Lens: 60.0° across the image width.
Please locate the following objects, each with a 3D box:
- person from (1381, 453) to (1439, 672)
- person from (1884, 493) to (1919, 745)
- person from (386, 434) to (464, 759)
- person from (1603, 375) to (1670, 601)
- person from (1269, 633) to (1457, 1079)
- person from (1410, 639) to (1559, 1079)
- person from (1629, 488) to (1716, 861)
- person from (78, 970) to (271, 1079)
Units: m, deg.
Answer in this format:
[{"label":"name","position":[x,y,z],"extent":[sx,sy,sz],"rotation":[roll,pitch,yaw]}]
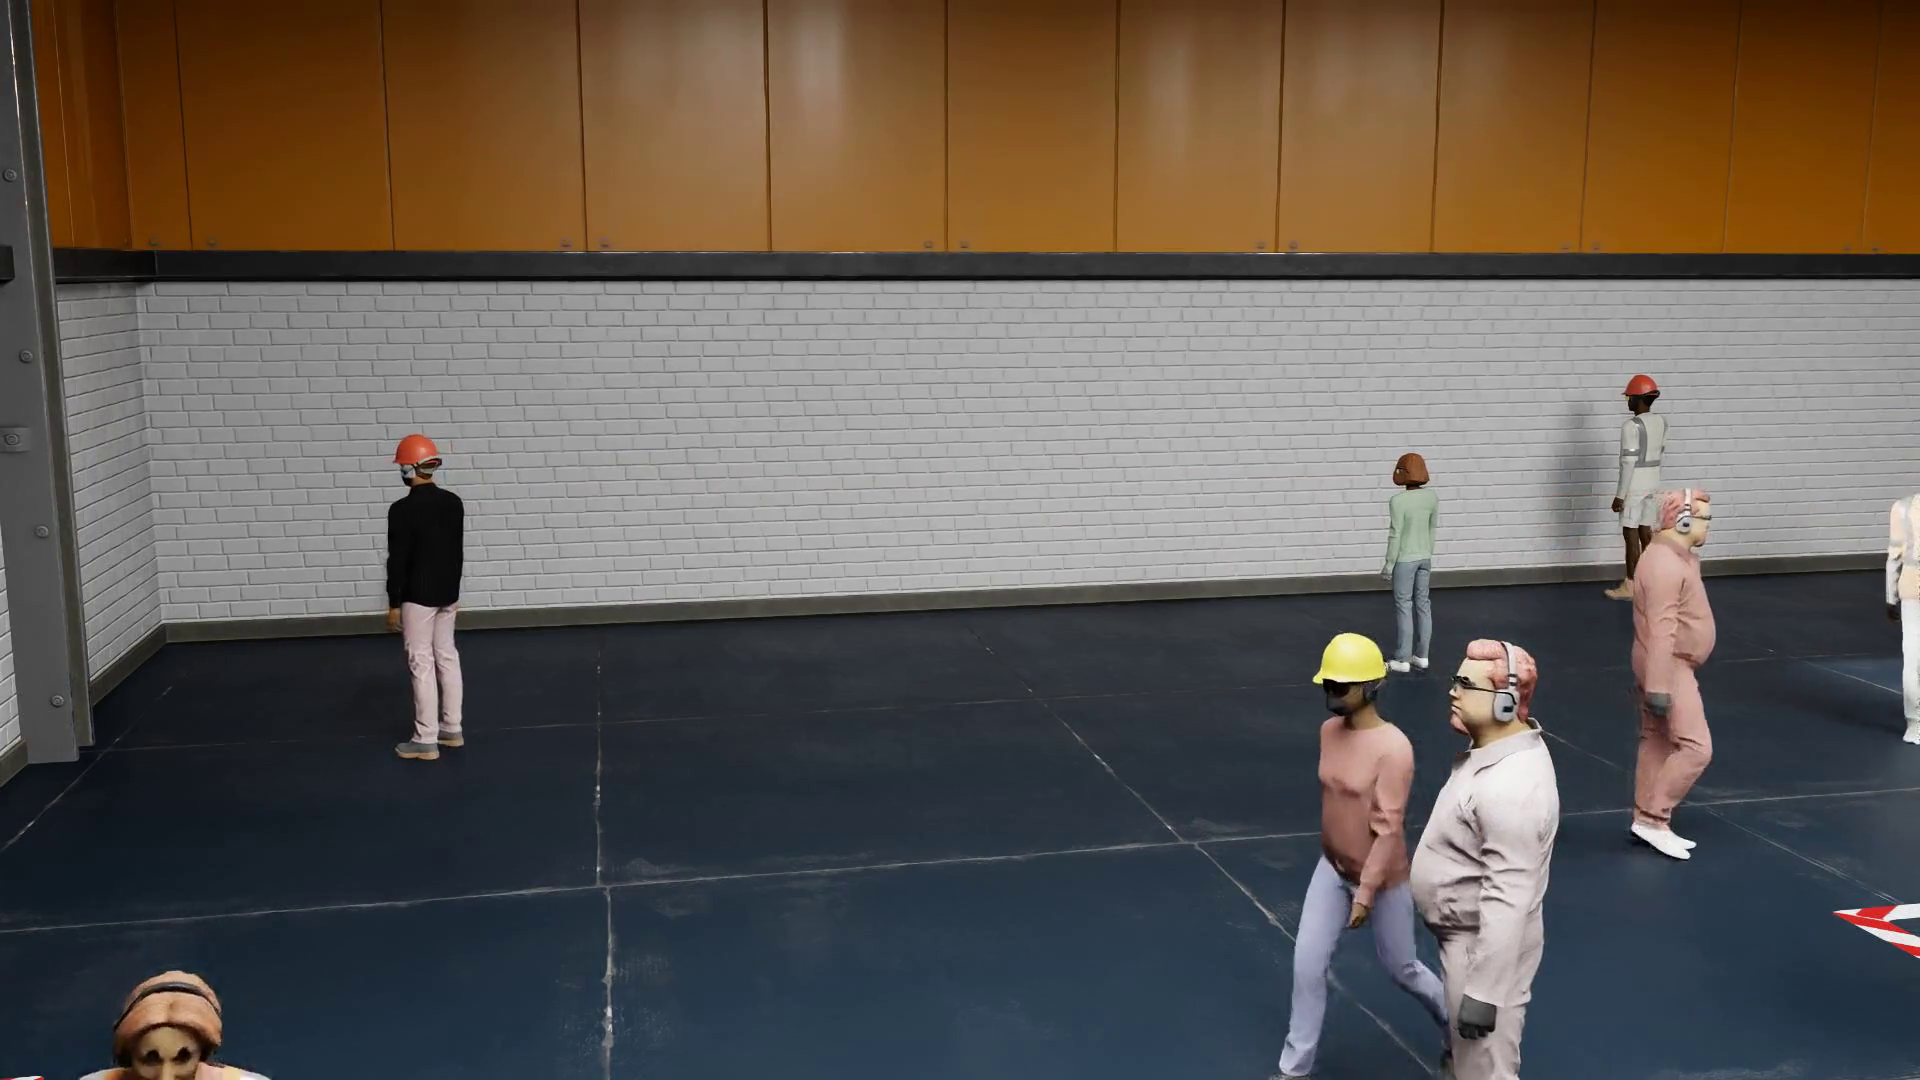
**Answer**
[{"label":"person","position":[3.345,0.167,12.393],"extent":[0.499,1.634,0.279],"rotation":[-6,11,-34]},{"label":"person","position":[6.206,0.332,10.573],"extent":[0.587,1.910,0.576],"rotation":[6,11,34]},{"label":"person","position":[-3.288,0.344,10.235],"extent":[0.402,1.992,0.617],"rotation":[4,10,21]},{"label":"person","position":[6.099,-0.467,15.017],"extent":[0.606,2.044,0.373],"rotation":[-7,12,-38]},{"label":"person","position":[1.498,1.172,5.988],"extent":[0.862,1.729,0.522],"rotation":[-5,10,-26]},{"label":"person","position":[1.568,1.235,5.040],"extent":[0.409,1.913,0.649],"rotation":[3,10,16]},{"label":"person","position":[3.649,0.679,8.464],"extent":[0.459,1.893,0.681],"rotation":[4,10,22]},{"label":"person","position":[-1.639,1.643,3.548],"extent":[0.522,1.569,0.894],"rotation":[-2,10,-13]}]
